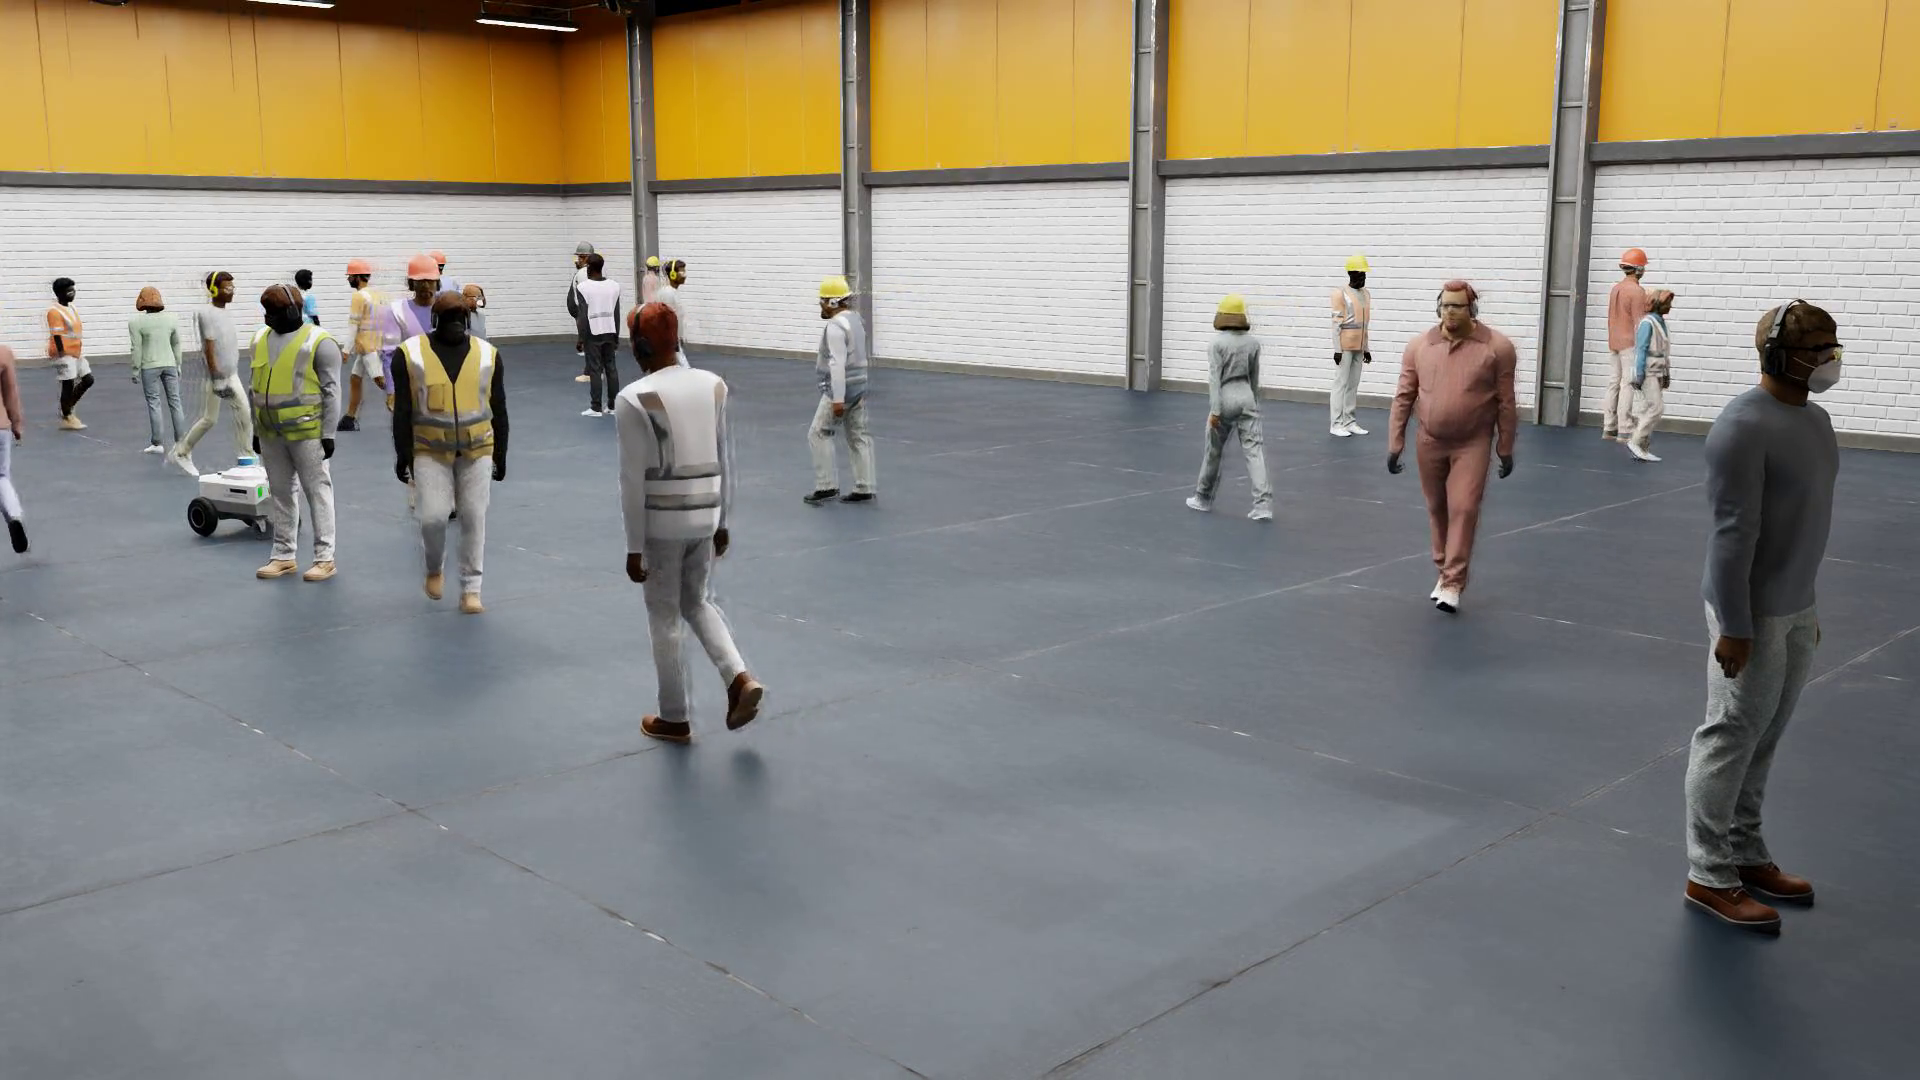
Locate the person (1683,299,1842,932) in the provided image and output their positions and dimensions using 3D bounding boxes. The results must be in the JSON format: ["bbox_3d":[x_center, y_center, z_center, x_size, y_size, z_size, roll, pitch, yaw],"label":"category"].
[{"bbox_3d":[2.516,0.226,5.188,0.635,1.939,0.367,-10,14,-43],"label":"person"}]

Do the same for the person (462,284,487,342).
[{"bbox_3d":[-4.984,-1.799,17.064,0.268,1.632,0.506,2,11,12],"label":"person"}]

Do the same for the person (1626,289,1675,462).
[{"bbox_3d":[6.527,-1.536,15.636,0.375,1.623,0.544,9,14,41],"label":"person"}]

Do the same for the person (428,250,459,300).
[{"bbox_3d":[-6.785,-2.806,21.715,0.352,1.942,0.546,9,14,40],"label":"person"}]

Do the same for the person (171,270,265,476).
[{"bbox_3d":[-6.556,-1.452,14.640,0.901,1.835,0.504,2,11,11],"label":"person"}]

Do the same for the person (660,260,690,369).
[{"bbox_3d":[-3.207,-2.235,18.838,0.398,1.855,0.553,0,10,-2],"label":"person"}]

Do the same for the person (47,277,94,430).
[{"bbox_3d":[-9.734,-2.028,18.170,0.372,1.678,0.549,-1,10,-4],"label":"person"}]

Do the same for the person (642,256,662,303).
[{"bbox_3d":[-5.266,-3.987,28.640,0.312,1.768,0.522,-9,14,-41],"label":"person"}]

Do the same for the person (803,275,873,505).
[{"bbox_3d":[-0.991,-1.172,13.148,0.655,1.811,0.595,3,11,18],"label":"person"}]

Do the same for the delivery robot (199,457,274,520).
[{"bbox_3d":[-5.077,-0.350,11.852,0.707,0.478,0.477,6,12,29],"label":"delivery robot"}]

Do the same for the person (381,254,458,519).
[{"bbox_3d":[-4.066,-1.164,12.662,0.627,1.992,1.078,-5,11,-24],"label":"person"}]

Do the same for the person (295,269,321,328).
[{"bbox_3d":[-8.670,-2.779,22.279,0.559,1.670,0.672,10,14,43],"label":"person"}]

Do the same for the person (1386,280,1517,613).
[{"bbox_3d":[2.757,-0.525,9.459,0.681,1.865,0.915,7,12,32],"label":"person"}]

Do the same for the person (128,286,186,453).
[{"bbox_3d":[-7.897,-1.670,16.358,0.285,1.633,0.501,8,13,38],"label":"person"}]

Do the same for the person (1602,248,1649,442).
[{"bbox_3d":[6.929,-2.015,17.249,0.374,1.997,0.613,-1,10,-7],"label":"person"}]

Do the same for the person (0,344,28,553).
[{"bbox_3d":[-6.405,-0.720,10.889,0.551,1.735,0.562,-10,15,-44],"label":"person"}]

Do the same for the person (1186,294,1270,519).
[{"bbox_3d":[2.086,-1.016,12.635,0.500,1.690,0.914,-5,11,-24],"label":"person"}]

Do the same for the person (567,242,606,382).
[{"bbox_3d":[-5.486,-3.342,24.366,0.535,2.000,0.674,2,11,10],"label":"person"}]

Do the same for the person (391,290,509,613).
[{"bbox_3d":[-2.866,-0.493,9.410,0.646,1.828,0.459,-5,12,-25],"label":"person"}]

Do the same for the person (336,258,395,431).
[{"bbox_3d":[-6.391,-2.105,18.063,1.011,1.890,0.542,-1,10,-5],"label":"person"}]

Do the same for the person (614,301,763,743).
[{"bbox_3d":[-1.139,-0.047,6.874,0.519,1.866,0.590,9,14,40],"label":"person"}]

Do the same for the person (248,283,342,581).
[{"bbox_3d":[-4.139,-0.662,10.313,0.619,1.839,0.430,3,11,16],"label":"person"}]

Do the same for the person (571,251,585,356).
[{"bbox_3d":[-6.491,-4.108,28.964,0.610,1.885,0.624,0,10,-1],"label":"person"}]

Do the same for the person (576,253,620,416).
[{"bbox_3d":[-4.267,-2.421,19.673,0.391,1.922,0.590,9,14,41],"label":"person"}]

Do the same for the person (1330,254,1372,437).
[{"bbox_3d":[4.186,-2.071,17.746,0.585,1.928,0.369,-9,14,-40],"label":"person"}]
